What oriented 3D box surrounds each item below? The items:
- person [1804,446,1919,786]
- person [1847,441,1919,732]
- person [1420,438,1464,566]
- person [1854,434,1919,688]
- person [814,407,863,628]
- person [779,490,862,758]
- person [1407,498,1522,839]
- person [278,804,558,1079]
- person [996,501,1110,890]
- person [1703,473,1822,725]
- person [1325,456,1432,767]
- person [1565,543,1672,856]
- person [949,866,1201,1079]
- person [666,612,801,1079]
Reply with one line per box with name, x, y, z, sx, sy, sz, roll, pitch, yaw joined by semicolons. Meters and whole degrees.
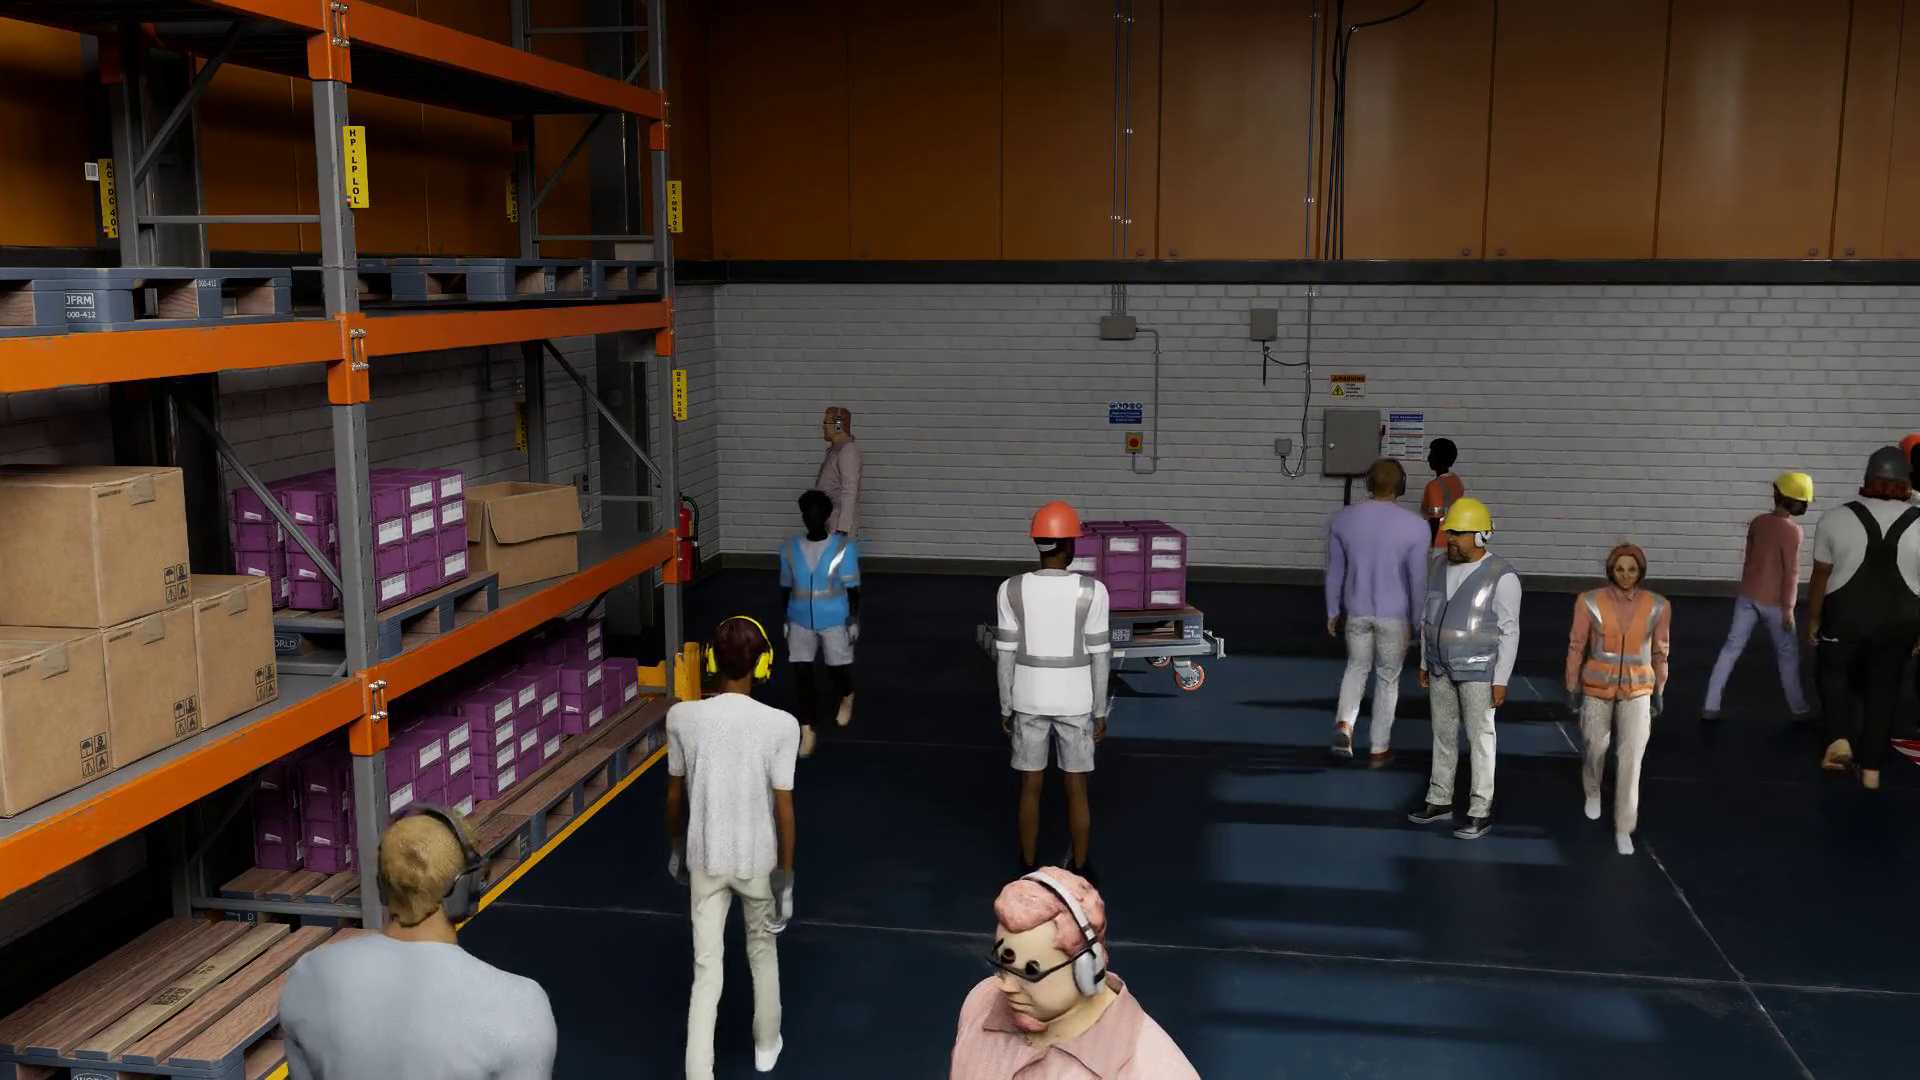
person;5.362;0.439;9.789;0.695;2.000;0.538;4;10;22
person;6.229;0.299;10.945;0.809;1.942;0.641;3;10;18
person;3.867;0.029;13.372;0.321;1.697;0.535;7;12;37
person;6.976;0.152;12.085;1.016;1.879;0.550;-4;10;-23
person;-1.016;-0.159;13.889;0.407;1.909;0.639;-1;9;-9
person;-0.873;0.497;10.554;0.538;1.676;0.653;2;9;11
person;2.699;0.679;8.949;0.404;1.830;0.602;-6;11;-32
person;-1.117;1.507;3.555;0.629;1.931;0.374;2;10;14
person;0.448;0.777;8.031;0.547;1.934;0.376;2;9;10
person;5.410;0.399;11.040;0.883;1.700;0.598;-2;9;-10
person;2.499;0.458;10.042;0.650;1.921;0.560;6;11;33
person;3.516;0.798;8.934;0.519;1.609;0.791;3;10;17
person;0.172;1.562;3.295;0.407;1.902;0.639;-9;13;-44
person;-0.827;1.178;5.944;0.522;1.826;0.963;0;9;-1
